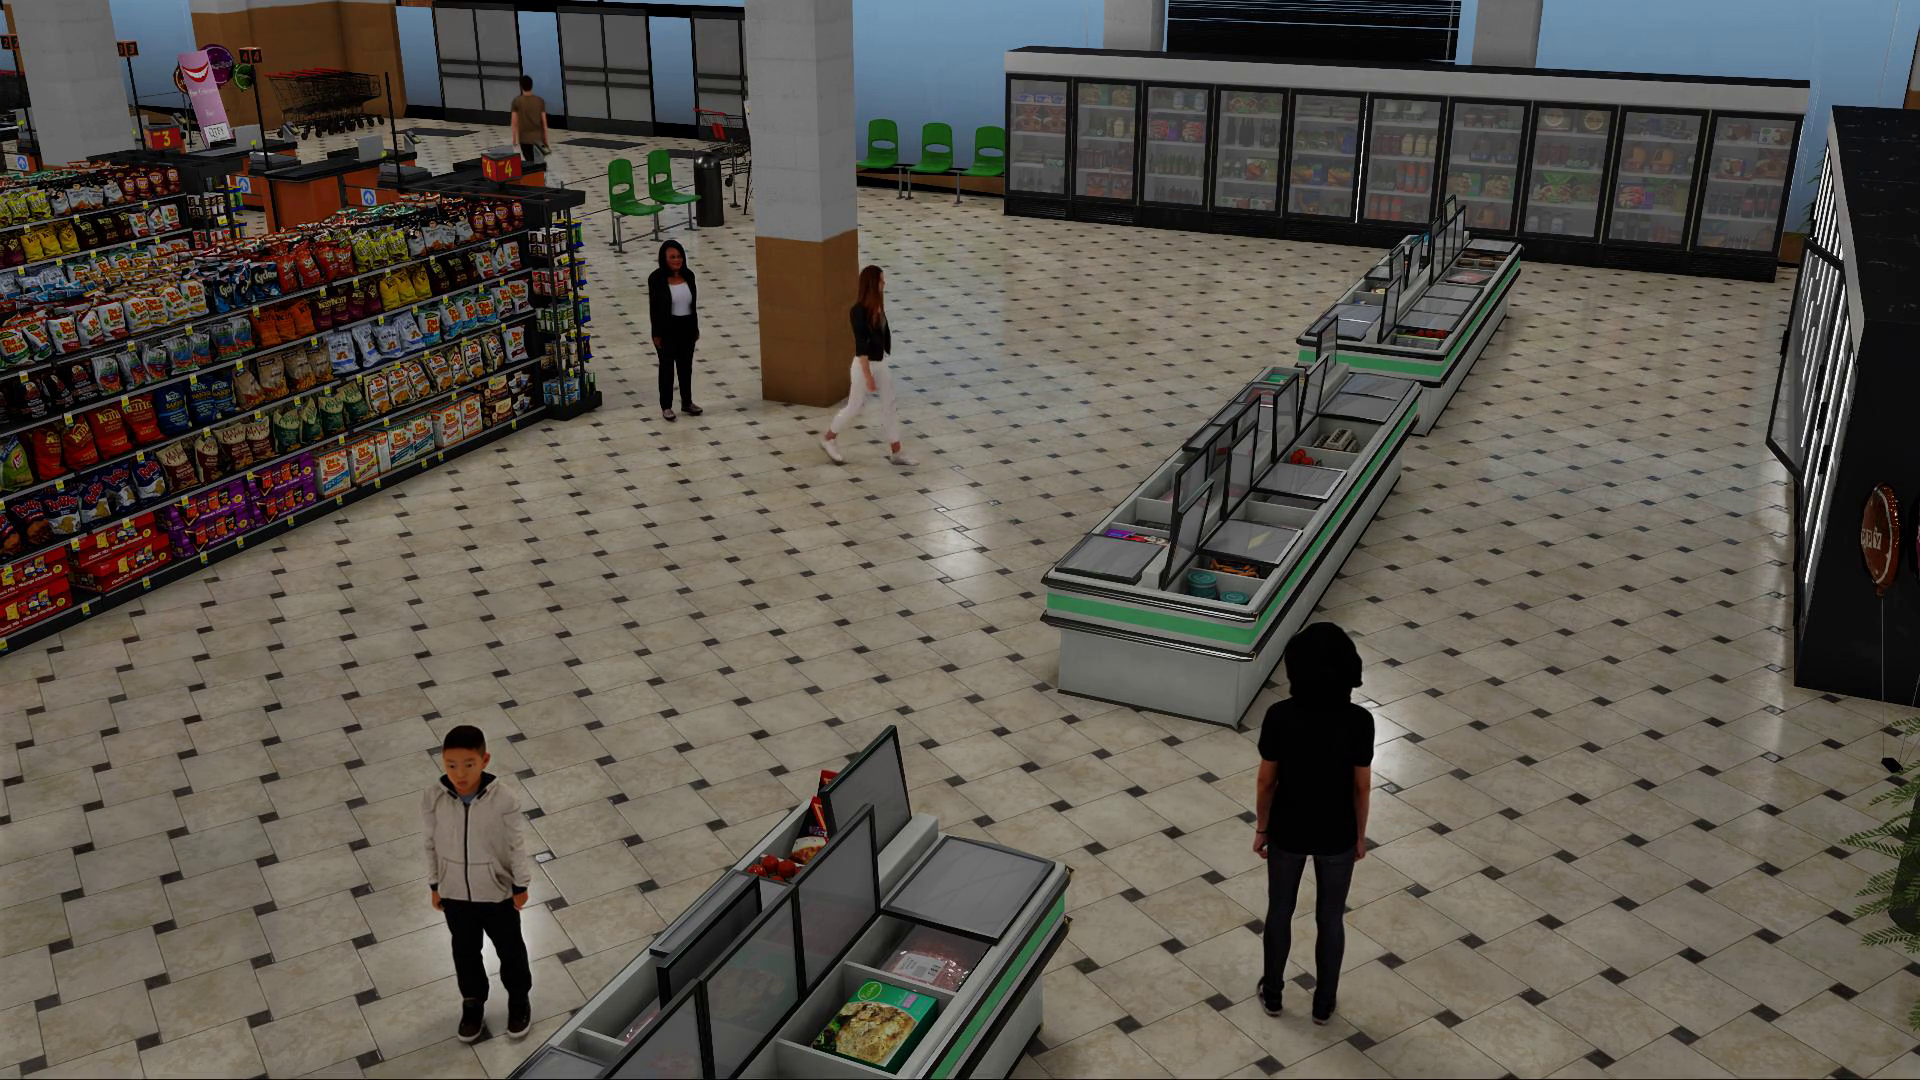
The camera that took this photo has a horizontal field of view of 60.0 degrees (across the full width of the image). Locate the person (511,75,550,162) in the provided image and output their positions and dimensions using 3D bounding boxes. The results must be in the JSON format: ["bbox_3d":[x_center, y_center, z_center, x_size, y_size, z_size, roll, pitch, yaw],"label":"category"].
[{"bbox_3d":[-6.374,-5.949,24.776,1.031,1.830,1.047,-11,25,-26],"label":"person"}]

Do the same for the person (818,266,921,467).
[{"bbox_3d":[-0.825,-1.403,13.676,0.698,1.670,1.059,12,25,27],"label":"person"}]

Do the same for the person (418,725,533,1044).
[{"bbox_3d":[-2.011,1.418,6.947,0.649,1.453,0.652,-1,22,-2],"label":"person"}]

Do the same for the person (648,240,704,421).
[{"bbox_3d":[-2.575,-1.905,14.997,0.692,1.617,0.802,-19,28,-38],"label":"person"}]

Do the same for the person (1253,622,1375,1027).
[{"bbox_3d":[1.475,1.204,6.976,0.670,1.829,0.589,5,22,13],"label":"person"}]
